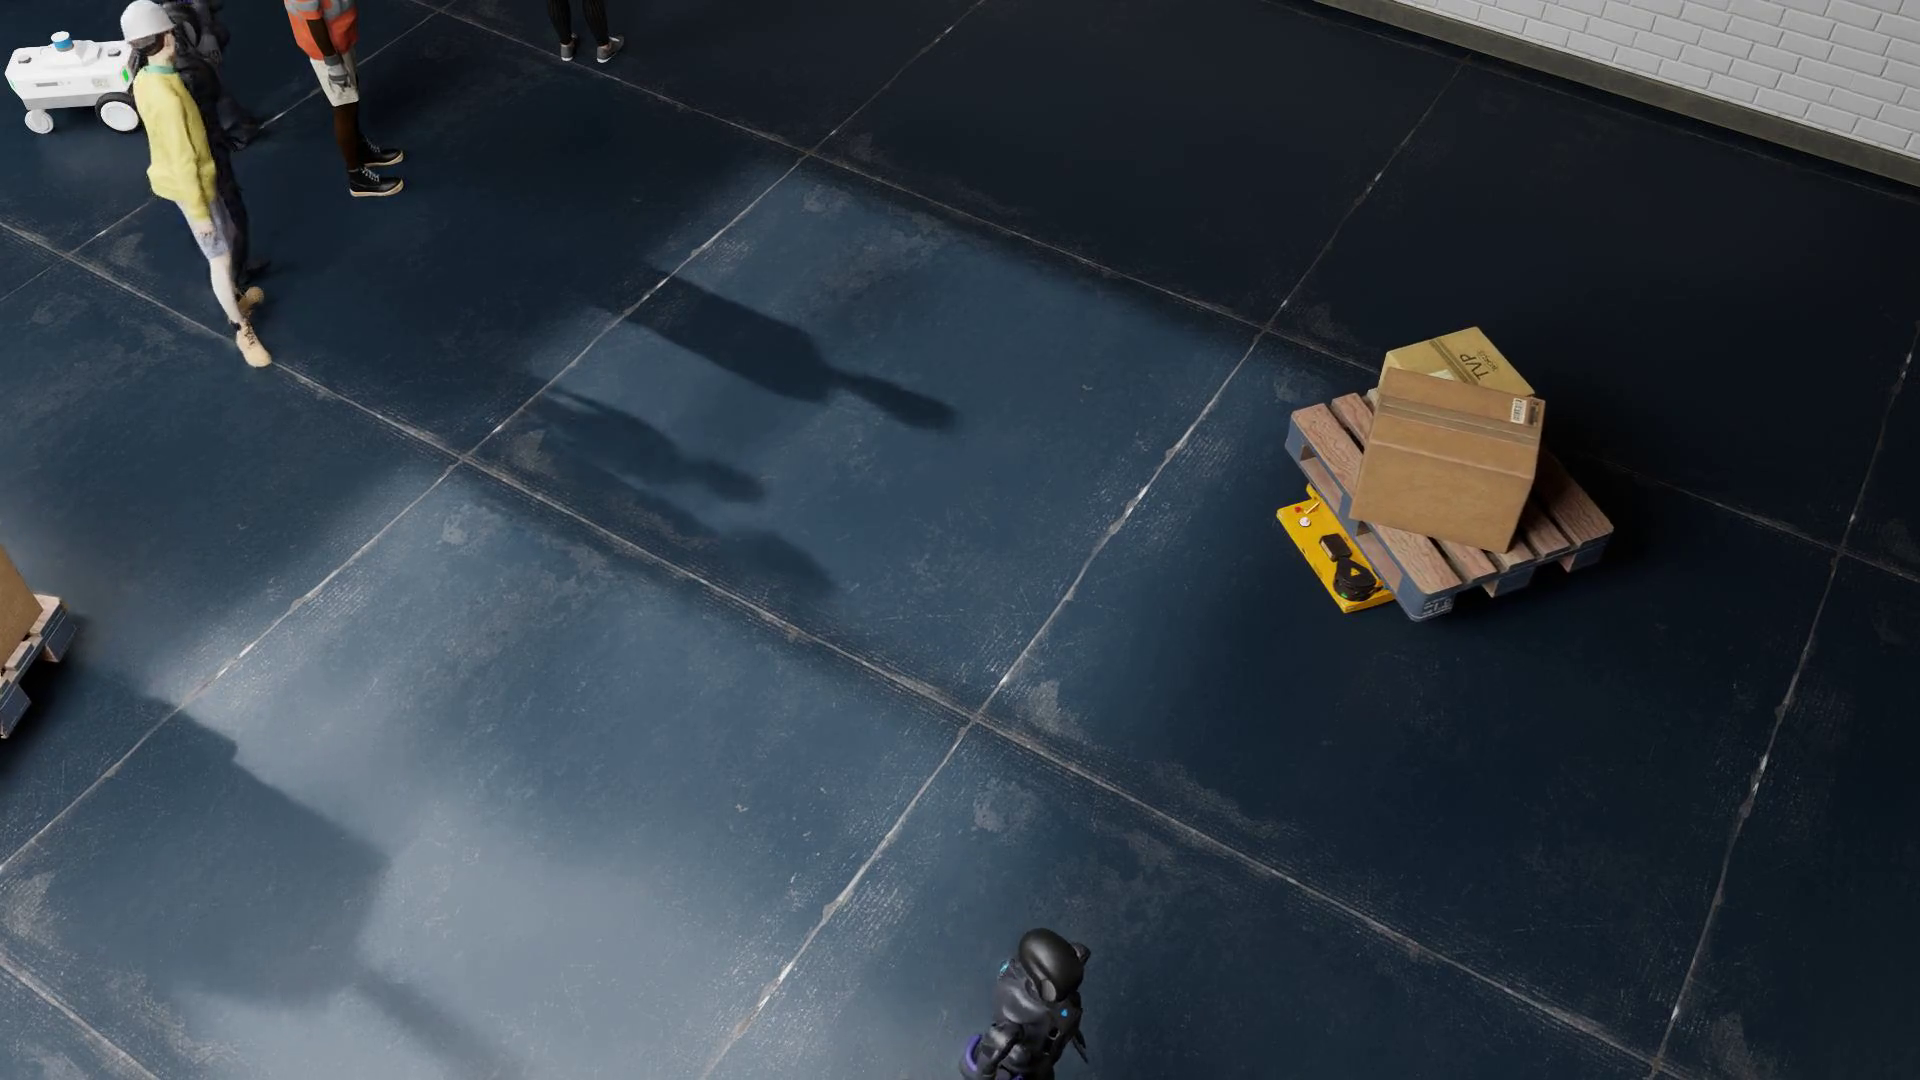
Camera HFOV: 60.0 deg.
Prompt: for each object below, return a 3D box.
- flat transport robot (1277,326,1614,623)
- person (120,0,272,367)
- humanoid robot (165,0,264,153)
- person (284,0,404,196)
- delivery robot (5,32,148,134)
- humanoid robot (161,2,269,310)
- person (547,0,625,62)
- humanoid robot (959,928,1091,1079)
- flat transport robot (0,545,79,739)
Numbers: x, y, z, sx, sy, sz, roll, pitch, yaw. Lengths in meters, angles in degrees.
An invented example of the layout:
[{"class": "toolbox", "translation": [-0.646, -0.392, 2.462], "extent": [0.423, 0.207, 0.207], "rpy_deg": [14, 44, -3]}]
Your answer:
[{"class": "flat transport robot", "translation": [2.305, -0.129, 7.928], "extent": [1.431, 0.231, 0.659], "rpy_deg": [-17, 51, -14]}, {"class": "person", "translation": [-3.776, -1.711, 8.273], "extent": [0.401, 1.852, 0.661], "rpy_deg": [-22, 52, -18]}, {"class": "humanoid robot", "translation": [-4.389, -3.014, 9.520], "extent": [0.305, 1.652, 0.614], "rpy_deg": [-35, 57, -27]}, {"class": "person", "translation": [-3.451, -2.784, 9.132], "extent": [0.374, 1.958, 0.605], "rpy_deg": [-11, 50, -9]}, {"class": "delivery robot", "translation": [-5.301, -2.781, 10.069], "extent": [0.811, 0.613, 0.499], "rpy_deg": [-6, 49, -5]}, {"class": "humanoid robot", "translation": [-3.899, -1.994, 8.628], "extent": [0.401, 1.647, 0.624], "rpy_deg": [-14, 50, -12]}, {"class": "person", "translation": [-2.399, -3.711, 10.070], "extent": [0.746, 1.758, 0.433], "rpy_deg": [6, 49, 5]}, {"class": "humanoid robot", "translation": [0.141, 1.697, 5.429], "extent": [0.747, 1.634, 0.613], "rpy_deg": [29, 55, 23]}, {"class": "flat transport robot", "translation": [-4.549, 0.746, 7.163], "extent": [0.659, 0.231, 1.431], "rpy_deg": [8, 49, 7]}]
